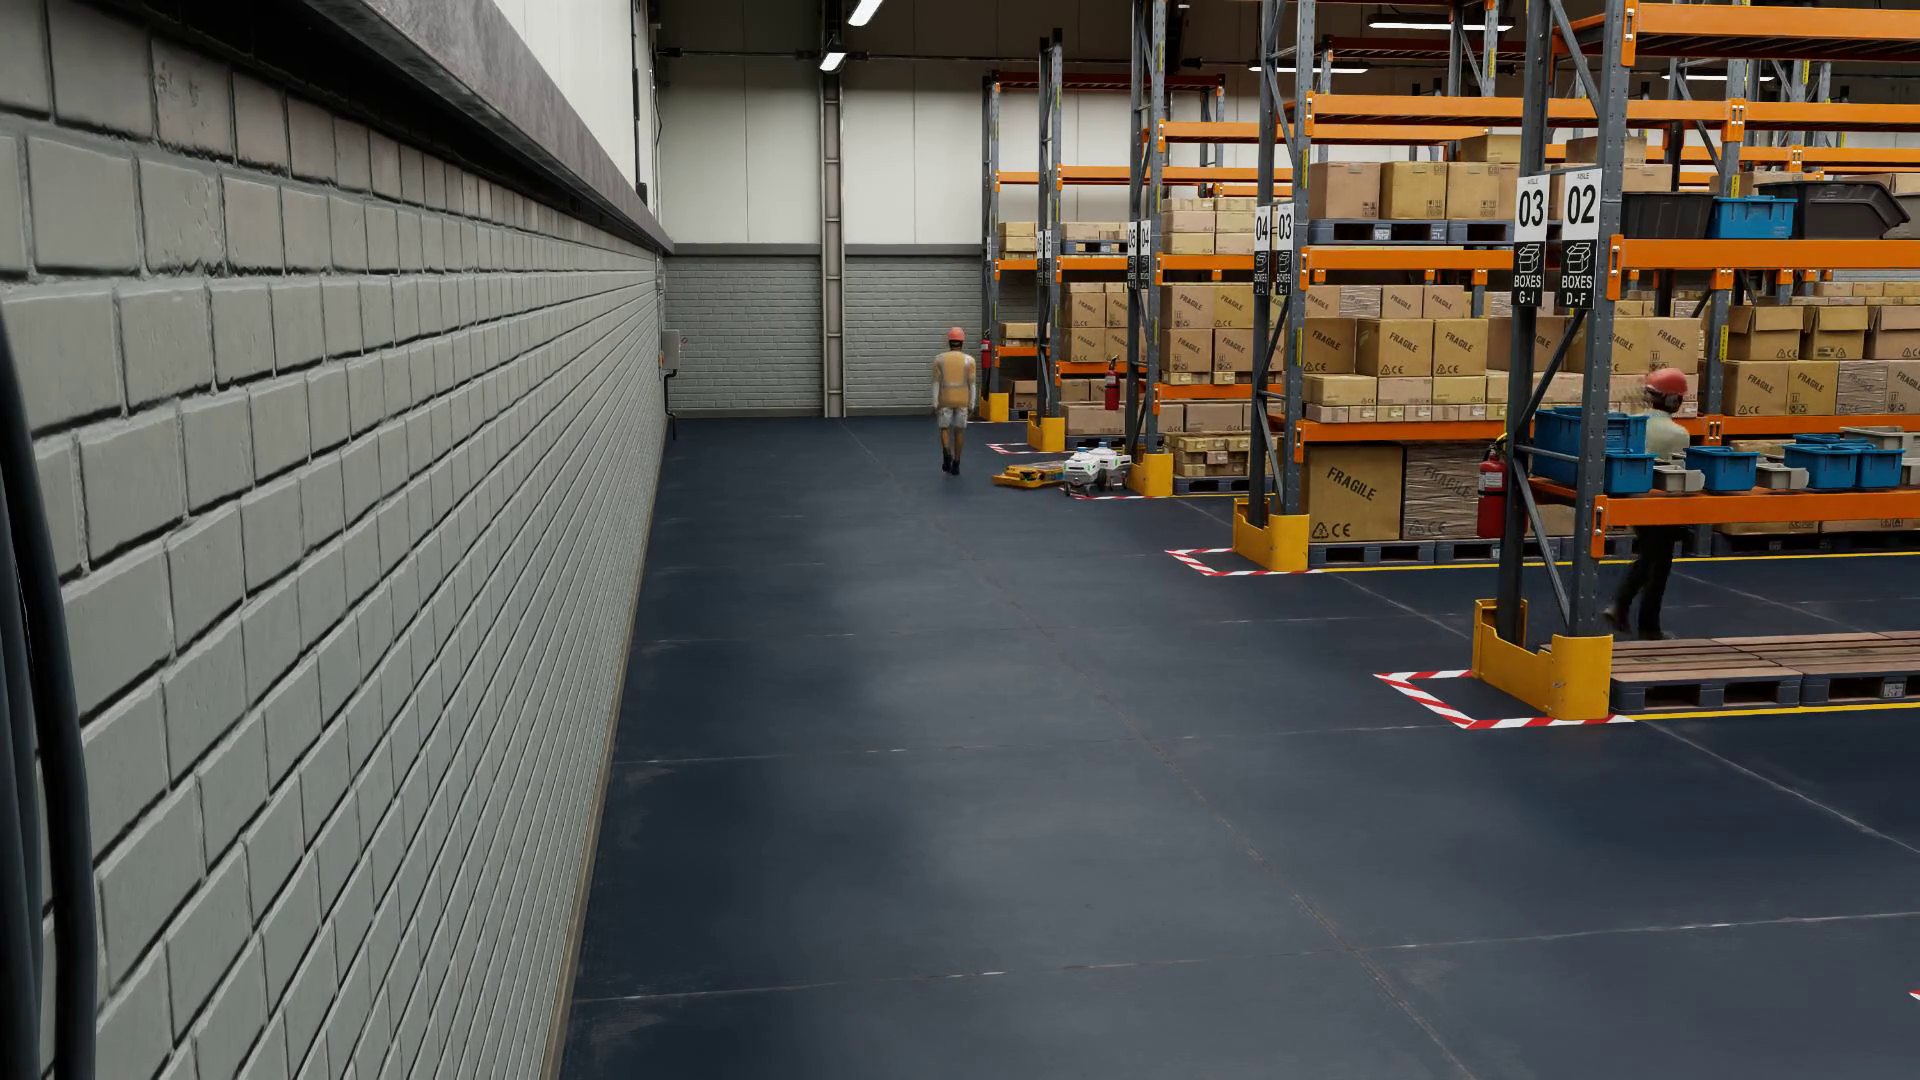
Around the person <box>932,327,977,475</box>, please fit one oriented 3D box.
[{"bbox_3d":[-0.069,-1.801,21.603,0.577,1.922,0.450,0,9,0],"label":"person"}]

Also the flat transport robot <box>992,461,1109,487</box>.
[{"bbox_3d":[1.156,-0.838,20.760,1.431,0.197,0.652,-7,12,-39],"label":"flat transport robot"}]

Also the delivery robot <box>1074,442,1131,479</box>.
[{"bbox_3d":[1.740,-0.949,20.280,0.707,0.478,0.477,9,13,43],"label":"delivery robot"}]

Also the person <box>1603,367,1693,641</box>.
[{"bbox_3d":[4.922,-0.230,11.756,0.446,1.974,0.641,-3,10,-16],"label":"person"}]

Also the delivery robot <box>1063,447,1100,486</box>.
[{"bbox_3d":[1.445,-0.862,19.743,0.477,0.478,0.707,2,10,14],"label":"delivery robot"}]
